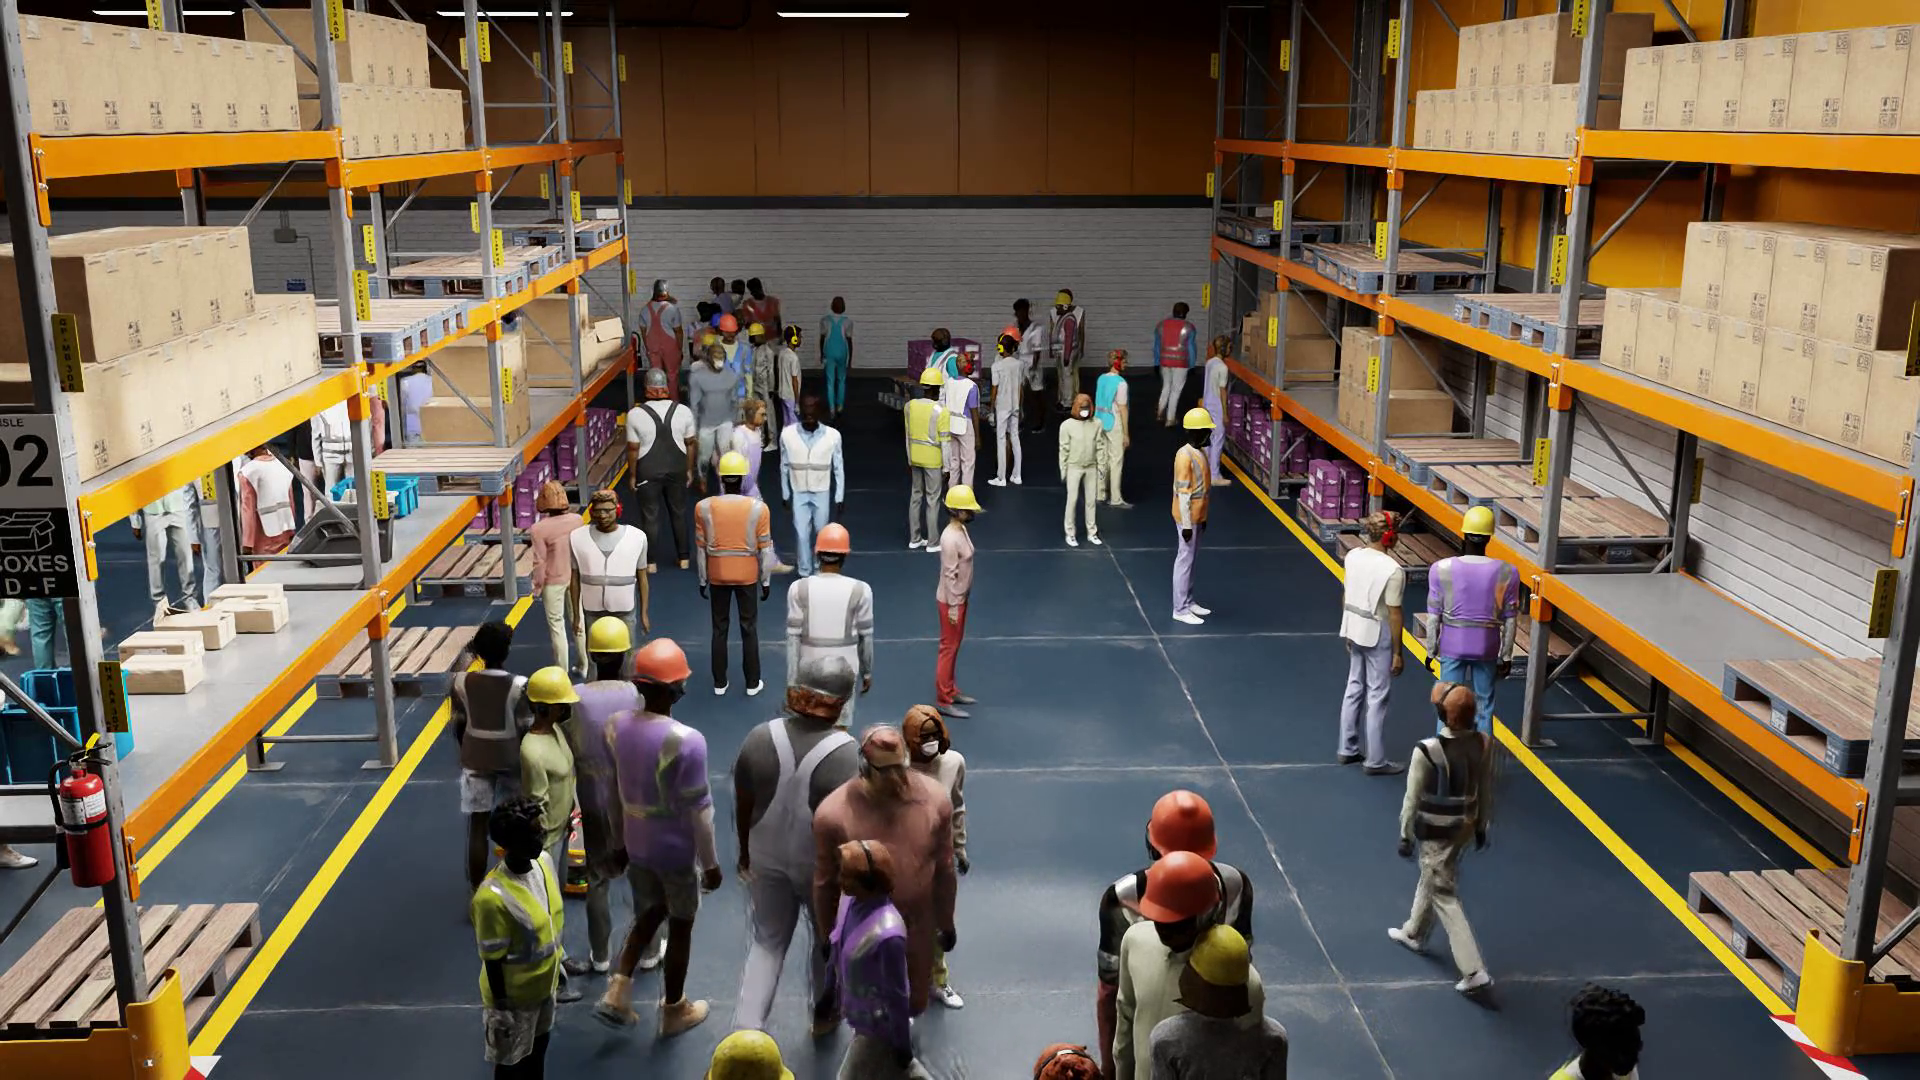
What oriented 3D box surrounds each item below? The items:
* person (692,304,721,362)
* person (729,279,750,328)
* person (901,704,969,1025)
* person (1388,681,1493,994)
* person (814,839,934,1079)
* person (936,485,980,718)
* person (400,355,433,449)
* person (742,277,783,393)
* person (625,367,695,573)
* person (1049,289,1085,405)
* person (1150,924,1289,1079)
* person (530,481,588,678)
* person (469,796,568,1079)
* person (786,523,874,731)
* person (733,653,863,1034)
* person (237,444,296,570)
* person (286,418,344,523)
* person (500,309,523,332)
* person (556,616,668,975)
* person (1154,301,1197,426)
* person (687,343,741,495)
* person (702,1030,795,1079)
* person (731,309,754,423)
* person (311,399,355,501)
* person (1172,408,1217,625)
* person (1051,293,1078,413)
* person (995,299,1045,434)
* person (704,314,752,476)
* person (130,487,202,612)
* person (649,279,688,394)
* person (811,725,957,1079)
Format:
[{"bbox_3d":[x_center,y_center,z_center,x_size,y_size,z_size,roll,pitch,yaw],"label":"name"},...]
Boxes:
[{"bbox_3d":[-3.413,-2.318,23.081,0.635,1.903,1.011,-4,15,-15],"label":"person"},{"bbox_3d":[-3.698,-3.403,27.500,0.635,1.816,0.673,14,20,43],"label":"person"},{"bbox_3d":[-0.183,1.593,8.276,0.507,1.633,0.278,-9,17,-31],"label":"person"},{"bbox_3d":[2.541,1.516,8.630,0.522,1.604,0.816,-8,16,-27],"label":"person"},{"bbox_3d":[-0.310,1.962,6.903,0.848,1.599,0.513,-5,15,-20],"label":"person"},{"bbox_3d":[-0.010,0.447,12.511,0.326,1.767,0.533,2,14,8],"label":"person"},{"bbox_3d":[-6.137,-1.265,19.010,0.553,1.893,0.950,-3,15,-11],"label":"person"},{"bbox_3d":[-3.131,-3.289,26.869,0.765,1.922,0.443,-6,15,-21],"label":"person"},{"bbox_3d":[-2.986,-0.705,16.485,0.688,2.000,0.536,-7,16,-25],"label":"person"},{"bbox_3d":[1.673,-3.002,25.926,0.586,1.829,0.409,6,15,21],"label":"person"},{"bbox_3d":[0.890,2.156,5.842,0.492,1.746,0.284,-1,14,-4],"label":"person"},{"bbox_3d":[-3.174,0.342,13.187,0.281,1.633,0.501,12,18,39],"label":"person"},{"bbox_3d":[-1.834,1.881,7.019,0.321,1.697,0.529,4,15,14],"label":"person"},{"bbox_3d":[-0.831,0.826,10.782,0.554,1.880,0.972,0,14,1],"label":"person"},{"bbox_3d":[-0.770,1.509,7.796,0.753,2.000,0.926,4,15,17],"label":"person"},{"bbox_3d":[-5.887,-0.056,14.210,0.399,1.909,0.600,4,15,15],"label":"person"},{"bbox_3d":[-6.686,-0.895,17.328,0.616,1.990,0.393,-2,14,-6],"label":"person"},{"bbox_3d":[-6.453,-2.530,24.080,0.509,1.821,0.654,-11,18,-36],"label":"person"},{"bbox_3d":[-1.803,1.336,8.707,0.594,1.922,0.386,-1,14,-5],"label":"person"},{"bbox_3d":[3.144,-2.563,24.236,0.635,1.820,0.446,10,17,33],"label":"person"},{"bbox_3d":[-2.854,-1.359,19.319,0.629,1.912,0.797,-4,15,-17],"label":"person"},{"bbox_3d":[-0.661,2.326,5.202,0.320,1.738,0.483,2,14,9],"label":"person"},{"bbox_3d":[-3.083,-2.304,23.168,0.504,1.839,0.340,-7,16,-25],"label":"person"},{"bbox_3d":[-6.430,-0.835,17.311,0.573,1.883,0.353,-9,17,-32],"label":"person"},{"bbox_3d":[2.078,-0.223,14.813,0.360,1.930,0.589,5,15,19],"label":"person"},{"bbox_3d":[1.593,-2.860,25.383,0.403,1.824,0.593,-1,14,-6],"label":"person"},{"bbox_3d":[0.889,-2.428,23.478,0.916,1.914,0.642,-13,19,-41],"label":"person"},{"bbox_3d":[-2.883,-1.815,20.844,0.614,2.038,0.396,-5,15,-20],"label":"person"},{"bbox_3d":[-7.121,-0.227,14.891,0.594,1.909,0.402,-11,18,-37],"label":"person"},{"bbox_3d":[-4.736,-3.299,27.012,0.525,1.885,0.713,9,17,32],"label":"person"},{"bbox_3d":[-0.345,1.676,7.447,0.649,1.882,0.718,-6,15,-21],"label":"person"}]
